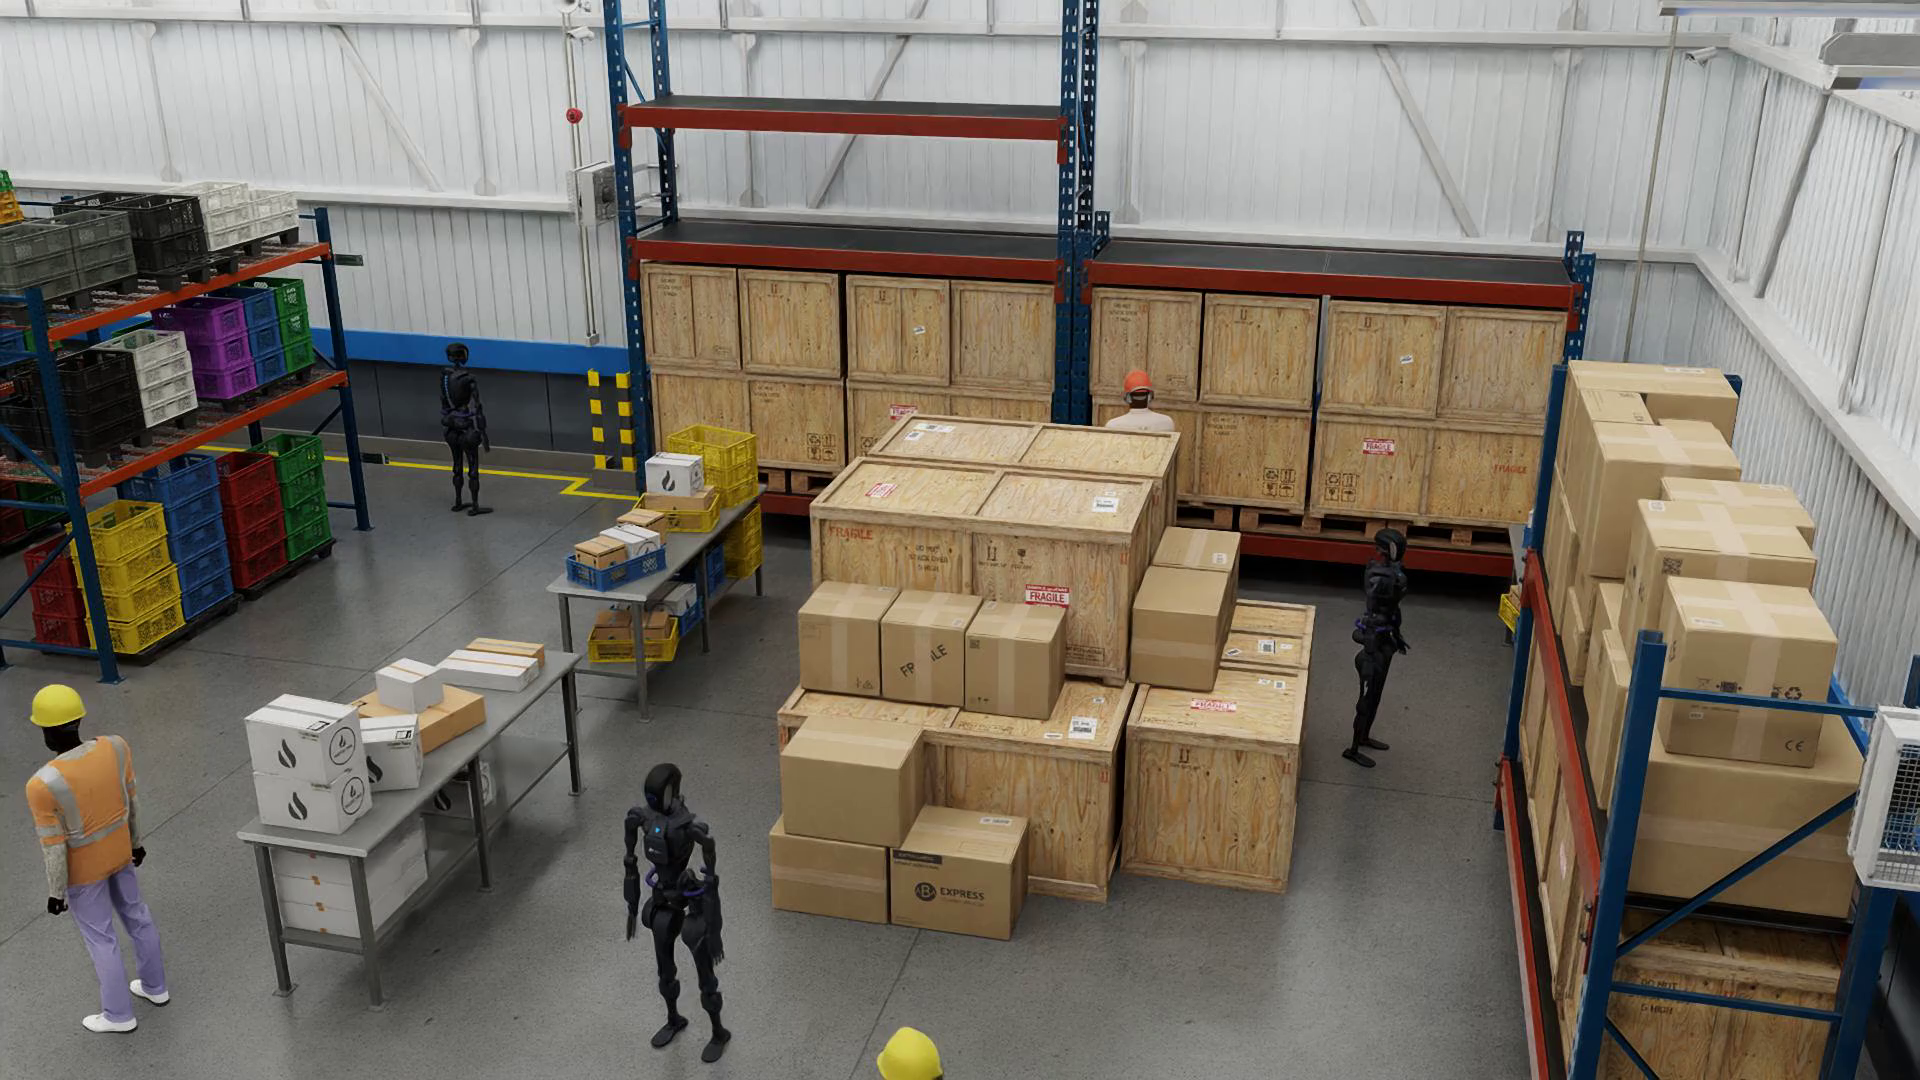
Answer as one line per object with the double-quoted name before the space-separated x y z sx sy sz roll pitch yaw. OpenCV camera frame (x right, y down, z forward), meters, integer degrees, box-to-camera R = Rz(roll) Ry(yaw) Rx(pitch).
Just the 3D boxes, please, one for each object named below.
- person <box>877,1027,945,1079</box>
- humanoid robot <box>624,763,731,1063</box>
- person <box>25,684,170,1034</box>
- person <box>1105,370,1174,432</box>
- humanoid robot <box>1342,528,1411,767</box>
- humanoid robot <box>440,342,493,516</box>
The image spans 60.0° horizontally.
"person" -0.164 2.580 6.196 0.522 1.769 0.316 -18 27 -39
"humanoid robot" -1.402 1.840 8.256 0.569 1.649 0.352 9 23 22
"person" -4.423 1.624 8.476 0.382 1.925 0.591 7 22 19
"person" 1.459 -0.425 13.754 0.608 1.986 0.388 -4 21 -11
"humanoid robot" 2.835 0.701 11.222 0.309 1.657 0.616 13 25 31
"humanoid robot" -4.735 -1.071 15.855 0.611 1.657 0.320 15 25 34
